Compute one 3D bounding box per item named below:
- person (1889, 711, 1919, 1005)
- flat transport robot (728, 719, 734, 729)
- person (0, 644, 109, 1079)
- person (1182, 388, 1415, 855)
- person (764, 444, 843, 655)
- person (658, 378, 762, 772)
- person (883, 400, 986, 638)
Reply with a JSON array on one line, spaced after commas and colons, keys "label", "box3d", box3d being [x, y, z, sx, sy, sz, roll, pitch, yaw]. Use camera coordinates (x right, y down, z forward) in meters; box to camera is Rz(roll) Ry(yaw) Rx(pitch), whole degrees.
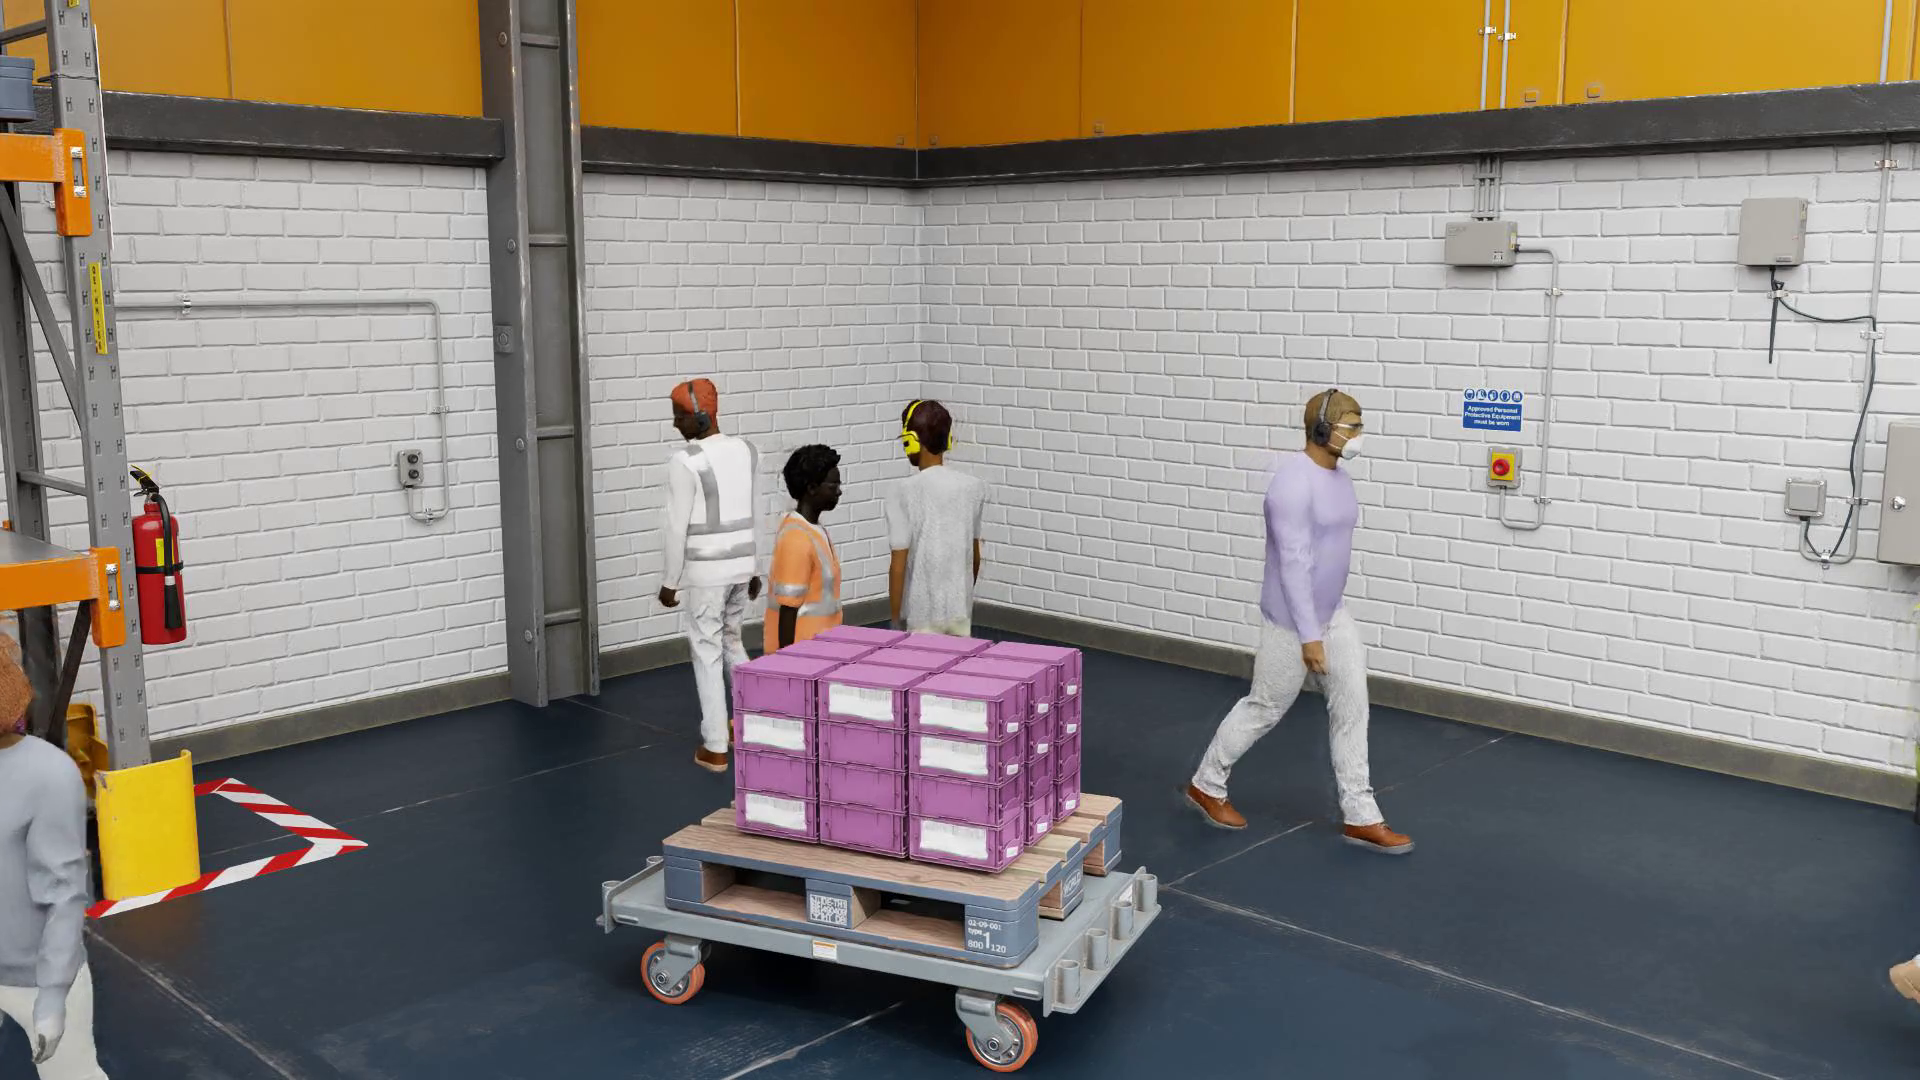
[{"label": "person", "box3d": [2.923, 0.707, 4.674, 0.663, 1.817, 0.459, -6, 11, -32]}, {"label": "flat transport robot", "box3d": [-0.509, 0.808, 8.772, 0.652, 0.197, 1.431, 6, 11, 32]}, {"label": "person", "box3d": [-2.138, 0.984, 3.603, 0.515, 1.593, 0.813, 2, 9, 11]}, {"label": "person", "box3d": [1.375, 0.317, 6.837, 0.963, 1.901, 0.634, 8, 12, 39]}, {"label": "person", "box3d": [-0.509, 0.449, 6.658, 0.779, 1.664, 0.551, 0, 9, 0]}, {"label": "person", "box3d": [-1.162, 0.163, 7.877, 0.447, 1.862, 0.624, 6, 11, 33]}, {"label": "person", "box3d": [-0.128, 0.327, 6.961, 0.517, 1.827, 0.838, -5, 11, -29]}]
